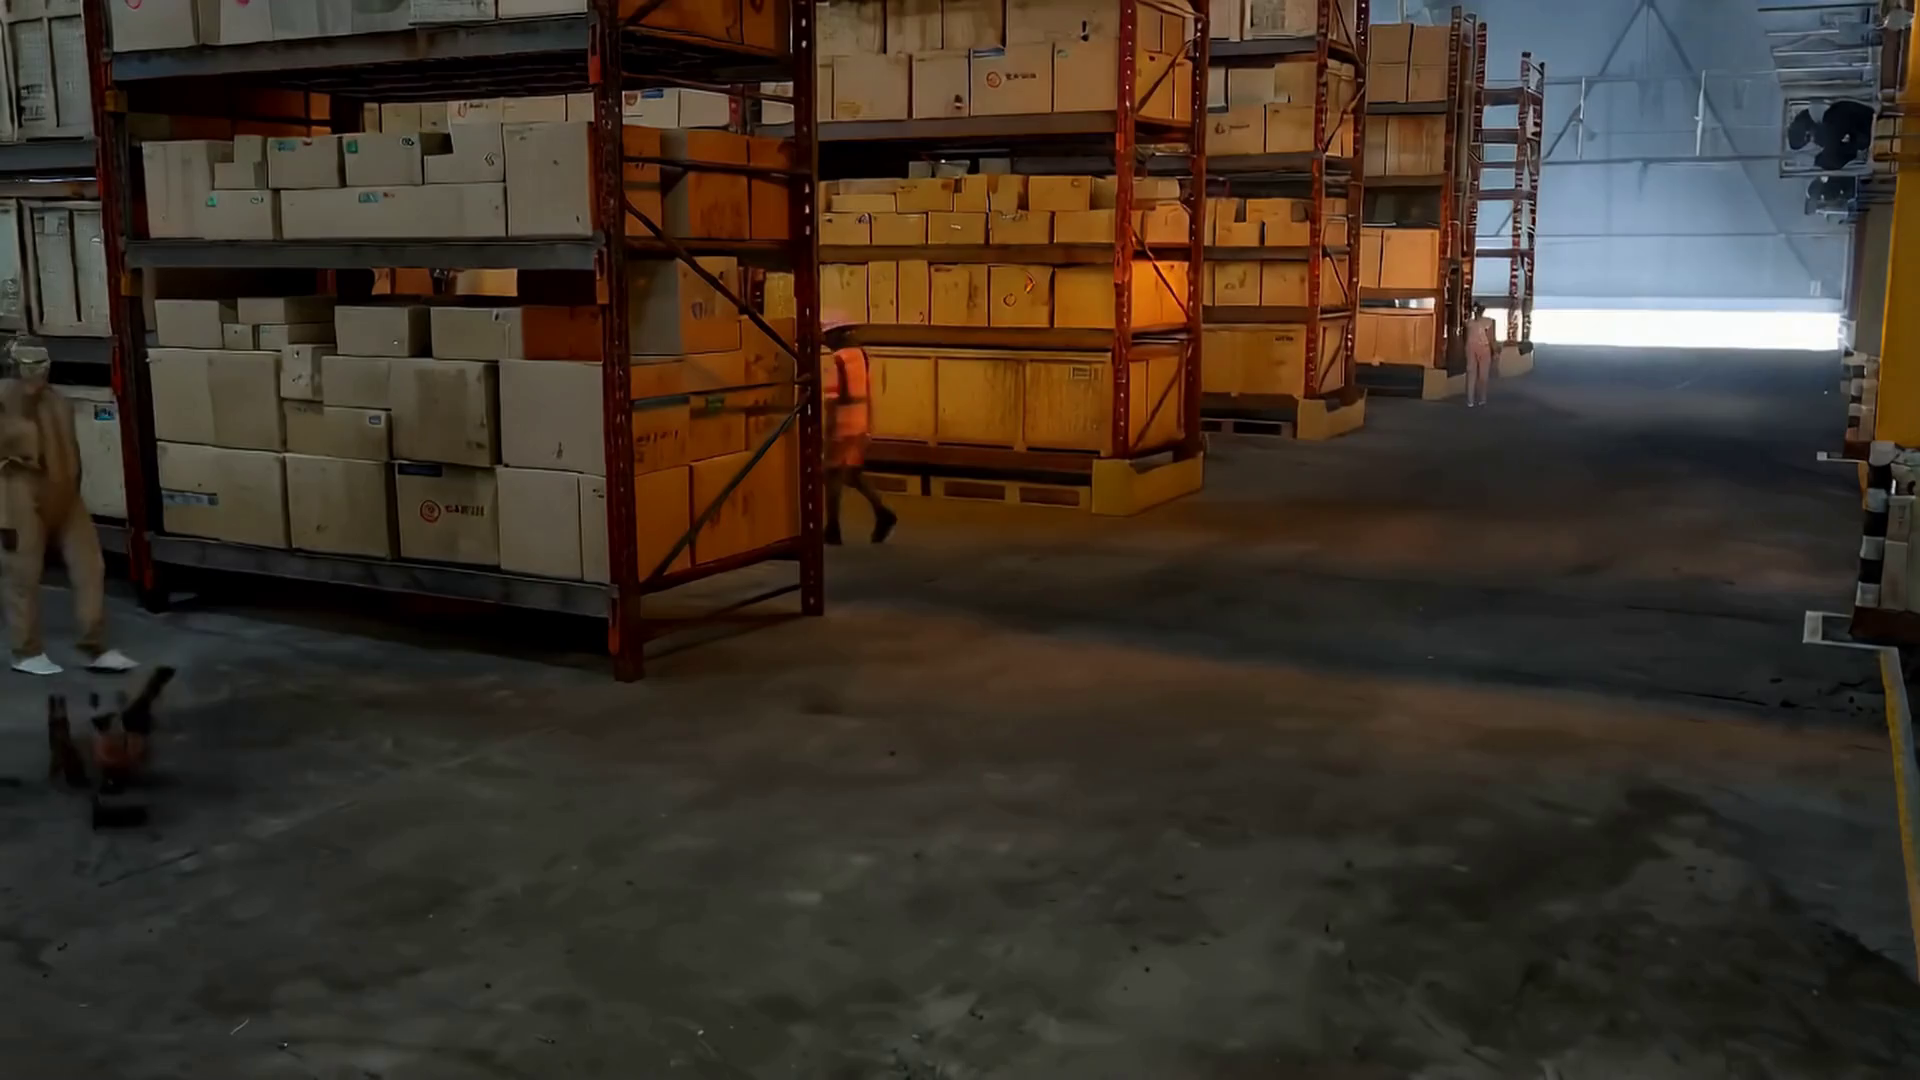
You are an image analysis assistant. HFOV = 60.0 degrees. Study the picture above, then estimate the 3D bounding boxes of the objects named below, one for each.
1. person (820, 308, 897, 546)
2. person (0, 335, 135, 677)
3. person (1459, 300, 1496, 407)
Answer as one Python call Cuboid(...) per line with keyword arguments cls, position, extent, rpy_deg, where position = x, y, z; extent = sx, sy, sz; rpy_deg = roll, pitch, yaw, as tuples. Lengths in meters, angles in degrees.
Cuboid(cls="person", position=(-0.845, -0.879, 13.167), extent=(0.687, 1.906, 0.555), rpy_deg=(7, 12, 36))
Cuboid(cls="person", position=(-4.926, -0.163, 9.058), extent=(0.767, 1.881, 0.684), rpy_deg=(3, 10, 19))
Cuboid(cls="person", position=(7.822, -2.813, 25.173), extent=(0.541, 1.620, 0.499), rpy_deg=(5, 11, 26))
